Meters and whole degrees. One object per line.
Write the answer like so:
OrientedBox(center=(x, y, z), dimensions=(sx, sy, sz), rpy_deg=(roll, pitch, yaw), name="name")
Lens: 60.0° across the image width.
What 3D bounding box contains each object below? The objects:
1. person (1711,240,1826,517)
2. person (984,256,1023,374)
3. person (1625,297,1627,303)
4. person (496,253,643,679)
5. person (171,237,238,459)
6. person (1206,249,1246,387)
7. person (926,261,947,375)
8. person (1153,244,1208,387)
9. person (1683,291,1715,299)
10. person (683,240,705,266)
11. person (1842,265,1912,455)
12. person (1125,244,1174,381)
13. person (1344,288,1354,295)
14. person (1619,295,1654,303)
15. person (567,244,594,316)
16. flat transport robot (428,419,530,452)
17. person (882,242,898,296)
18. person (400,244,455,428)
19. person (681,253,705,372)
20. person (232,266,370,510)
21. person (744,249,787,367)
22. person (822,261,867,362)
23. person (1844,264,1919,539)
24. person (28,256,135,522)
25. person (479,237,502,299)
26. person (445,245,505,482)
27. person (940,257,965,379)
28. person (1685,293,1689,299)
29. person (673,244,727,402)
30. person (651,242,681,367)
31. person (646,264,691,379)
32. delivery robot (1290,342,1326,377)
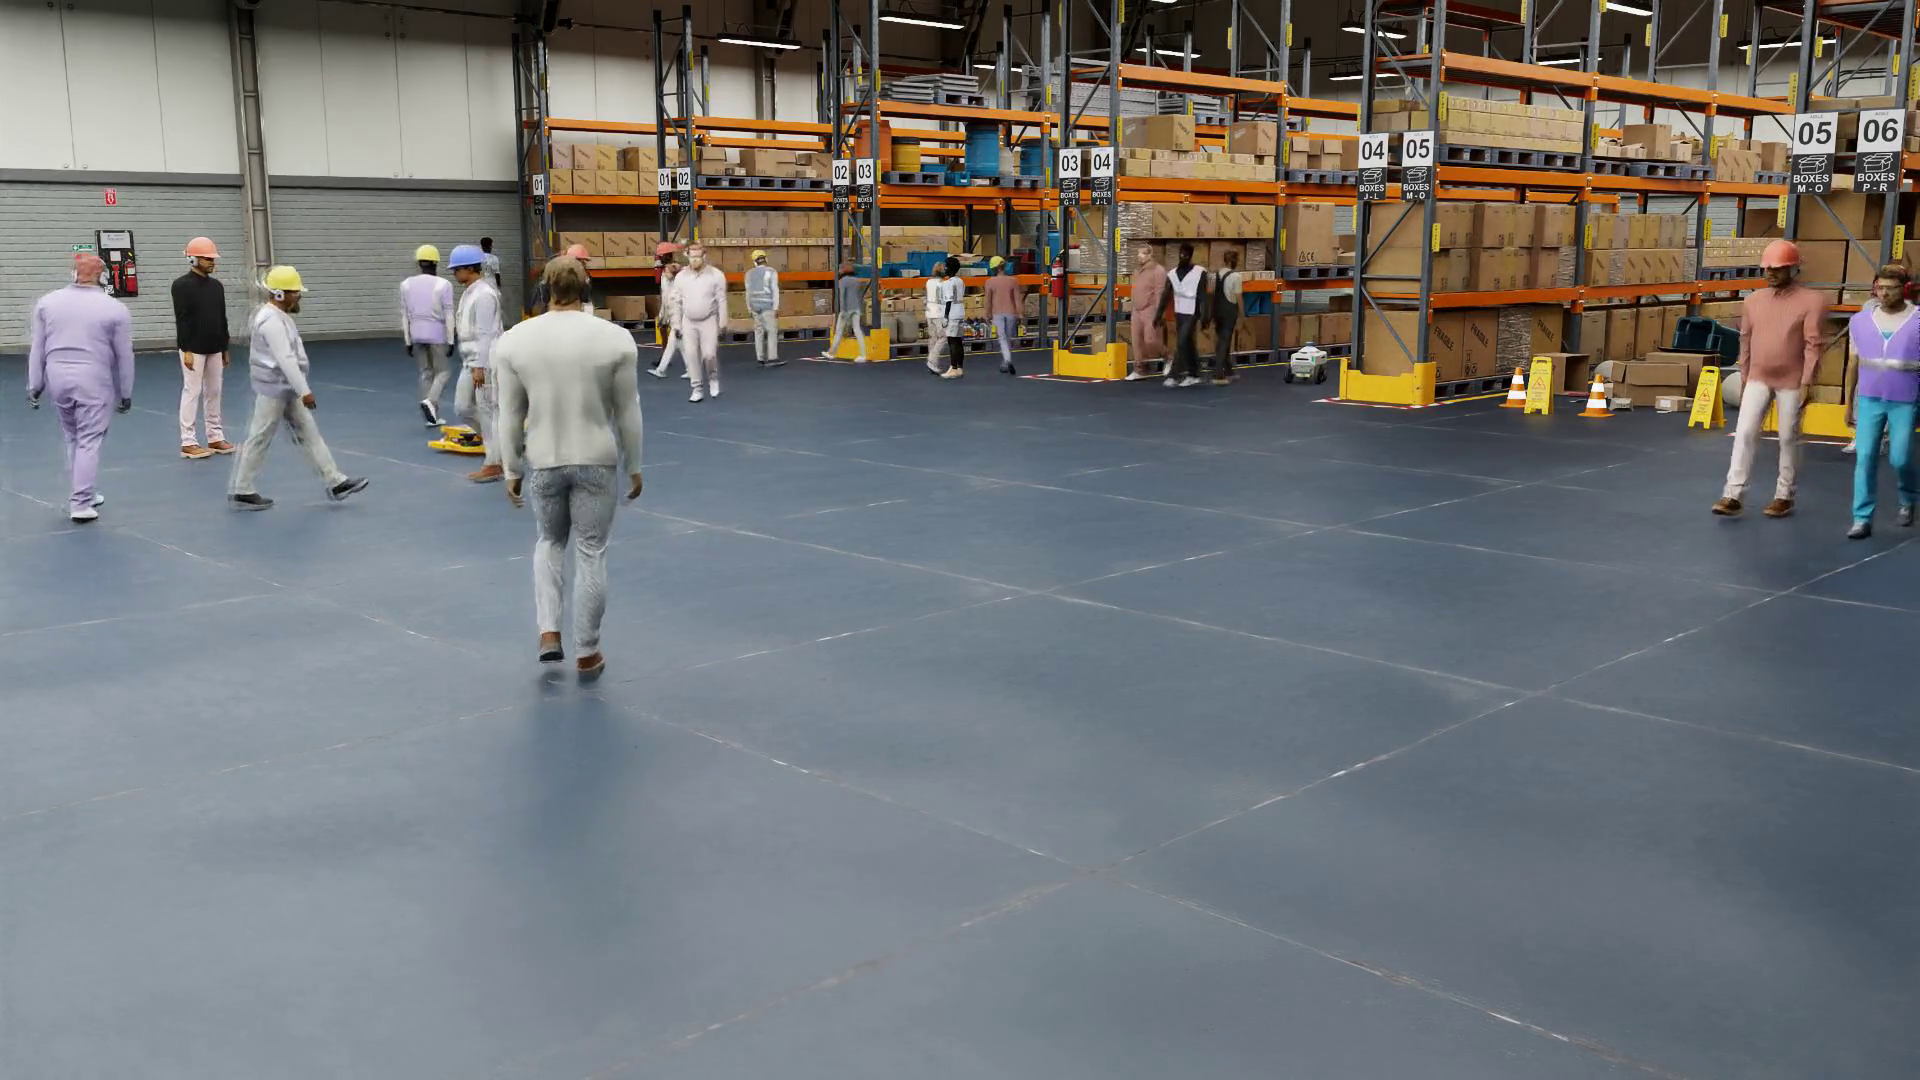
OrientedBox(center=(5.709, -1.112, 11.716), dimensions=(0.926, 1.951, 0.631), rpy_deg=(-9, 14, -42), name="person")
OrientedBox(center=(0.648, -3.265, 24.130), dimensions=(0.572, 1.712, 0.832), rpy_deg=(-3, 11, -16), name="person")
OrientedBox(center=(14.434, -5.484, 35.730), dimensions=(0.673, 1.889, 0.430), rpy_deg=(-7, 12, -32), name="person")
OrientedBox(center=(-1.759, -0.335, 7.599), dimensions=(0.629, 1.925, 0.446), rpy_deg=(0, 10, -1), name="person")
OrientedBox(center=(-6.873, -1.750, 15.140), dimensions=(0.421, 1.984, 0.615), rpy_deg=(3, 11, 18), name="person")
OrientedBox(center=(3.656, -2.978, 22.294), dimensions=(0.823, 1.812, 0.525), rpy_deg=(-8, 13, -38), name="person")
OrientedBox(center=(-0.345, -3.220, 24.159), dimensions=(0.401, 1.648, 0.533), rpy_deg=(-8, 13, -37), name="person")
OrientedBox(center=(2.965, -2.950, 21.955), dimensions=(0.798, 1.879, 0.657), rpy_deg=(-8, 13, -38), name="person")
OrientedBox(center=(13.738, -4.624, 30.922), dimensions=(0.630, 1.940, 0.372), rpy_deg=(9, 14, 40), name="person")
OrientedBox(center=(-4.238, -3.833, 26.670), dimensions=(0.411, 1.928, 0.656), rpy_deg=(1, 10, 3), name="person")
OrientedBox(center=(8.347, -1.628, 15.137), dimensions=(0.592, 1.723, 0.507), rpy_deg=(-7, 12, -33), name="person")
OrientedBox(center=(2.632, -3.162, 23.098), dimensions=(0.644, 1.892, 0.654), rpy_deg=(-7, 13, -35), name="person")
OrientedBox(center=(7.620, -4.708, 31.939), dimensions=(0.877, 1.724, 0.544), rpy_deg=(-10, 14, -42), name="person")
OrientedBox(center=(12.704, -4.591, 31.145), dimensions=(0.603, 1.805, 0.781), rpy_deg=(8, 13, 36), name="person")
OrientedBox(center=(-4.508, -2.474, 19.306), dimensions=(0.877, 1.906, 0.553), rpy_deg=(-8, 13, -38), name="person")
OrientedBox(center=(-4.286, -1.016, 15.912), dimensions=(0.652, 0.197, 1.431), rpy_deg=(8, 13, 39), name="flat transport robot")
OrientedBox(center=(-1.558, -5.547, 36.167), dimensions=(0.552, 1.857, 0.494), rpy_deg=(9, 14, 40), name="person")
OrientedBox(center=(-5.558, -2.119, 17.360), dimensions=(0.583, 1.911, 0.548), rpy_deg=(2, 11, 9), name="person")
OrientedBox(center=(-3.871, -3.371, 24.338), dimensions=(0.536, 1.845, 0.457), rpy_deg=(1, 10, 4), name="person")
OrientedBox(center=(-4.943, -1.120, 12.247), dimensions=(0.971, 1.770, 0.586), rpy_deg=(-2, 11, -11), name="person")
OrientedBox(center=(-3.003, -3.551, 25.491), dimensions=(0.670, 1.784, 0.460), rpy_deg=(5, 11, 25), name="person")
OrientedBox(center=(-1.818, -3.651, 26.577), dimensions=(0.858, 1.583, 0.518), rpy_deg=(8, 13, 37), name="person")
OrientedBox(center=(6.222, -0.924, 11.081), dimensions=(0.600, 1.818, 0.600), rpy_deg=(-10, 14, -43), name="person")
OrientedBox(center=(-6.219, -1.090, 11.897), dimensions=(0.705, 1.849, 0.860), rpy_deg=(0, 10, -1), name="person")
OrientedBox(center=(-9.393, -5.040, 33.114), dimensions=(0.607, 1.966, 0.367), rpy_deg=(3, 11, 18), name="person")
OrientedBox(center=(-3.937, -1.443, 13.625), dimensions=(0.434, 1.926, 0.625), rpy_deg=(-8, 13, -36), name="person")
OrientedBox(center=(-0.103, -3.130, 23.436), dimensions=(0.319, 1.696, 0.532), rpy_deg=(4, 11, 21), name="person")
OrientedBox(center=(13.714, -4.630, 31.221), dimensions=(0.958, 1.839, 0.593), rpy_deg=(0, 10, -1), name="person")
OrientedBox(center=(-3.148, -2.608, 20.043), dimensions=(0.674, 1.887, 0.431), rpy_deg=(2, 11, 9), name="person")
OrientedBox(center=(-4.367, -3.625, 25.606), dimensions=(0.759, 1.902, 0.548), rpy_deg=(-5, 12, -27), name="person")
OrientedBox(center=(-4.020, -3.026, 23.151), dimensions=(0.879, 1.592, 0.542), rpy_deg=(-8, 13, -35), name="person")
OrientedBox(center=(4.791, -2.476, 22.846), dimensions=(0.477, 0.478, 0.707), rpy_deg=(5, 12, 26), name="delivery robot")
